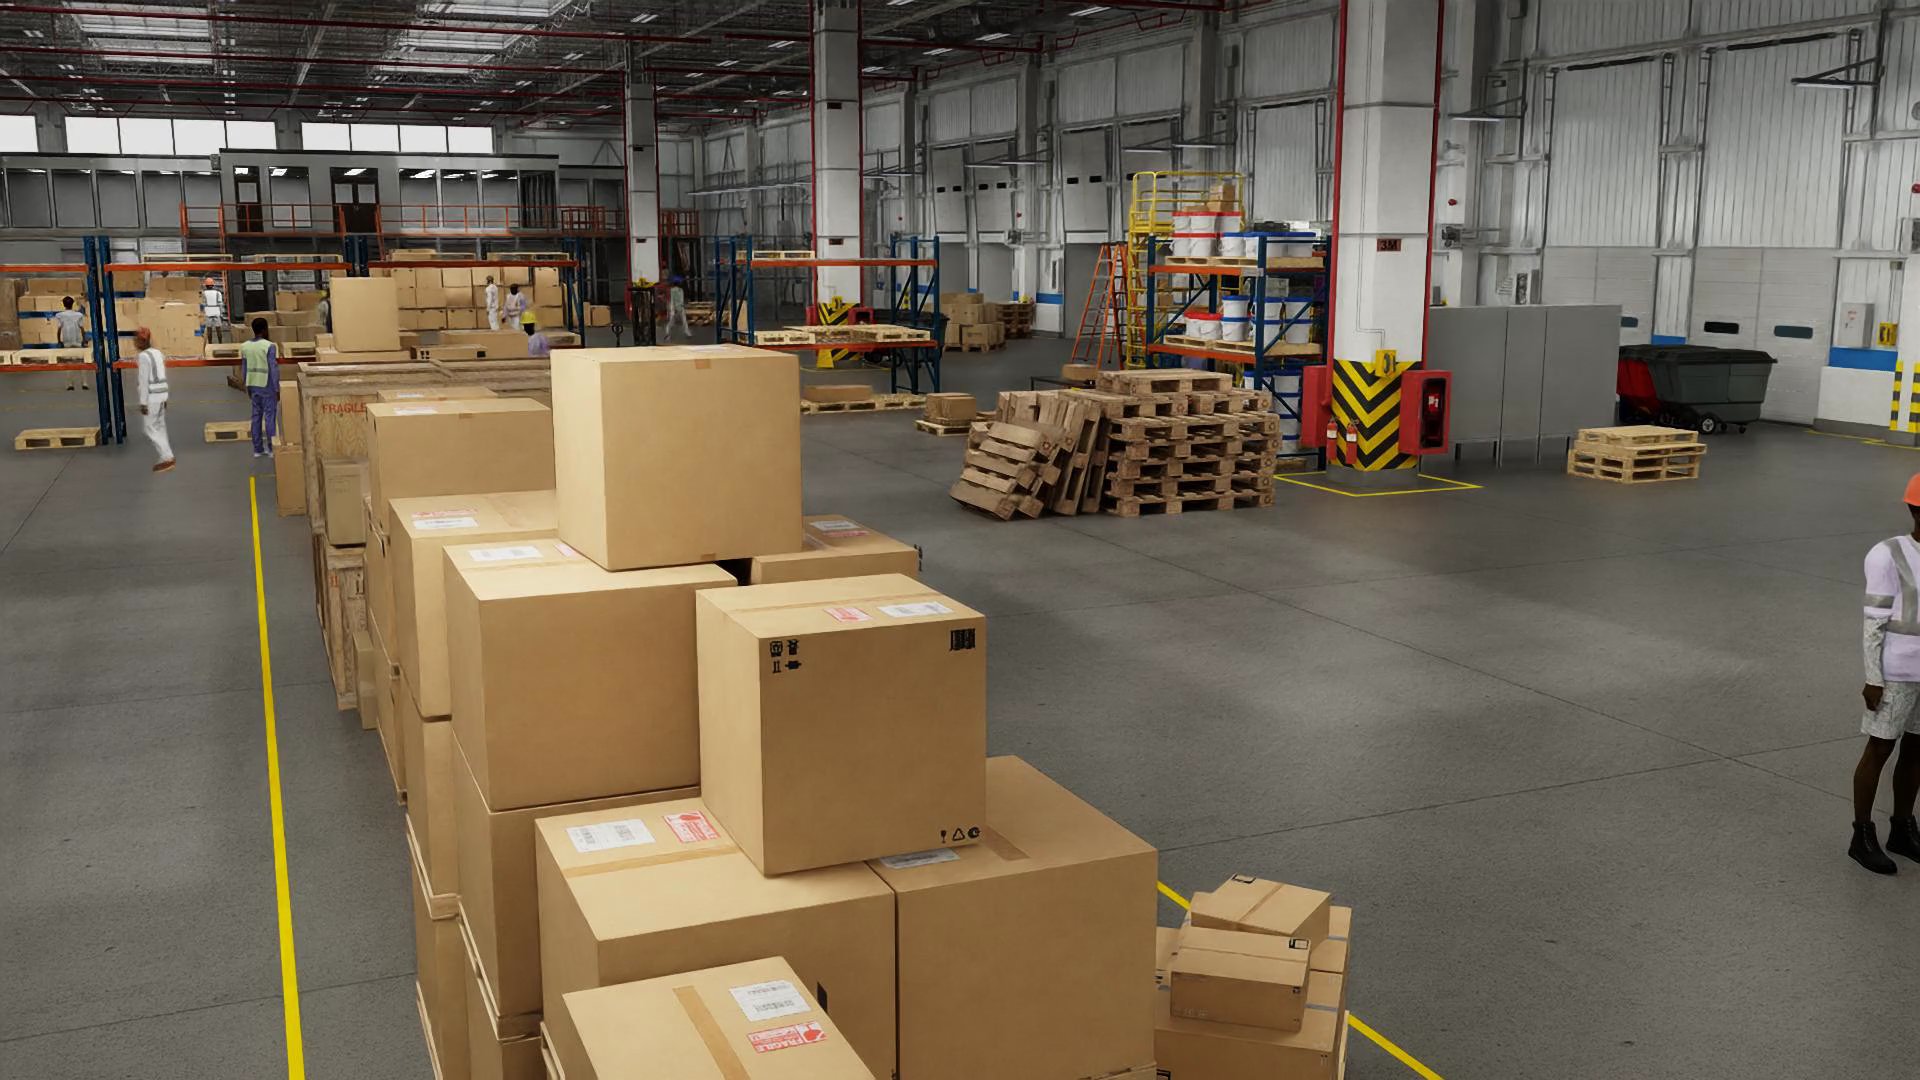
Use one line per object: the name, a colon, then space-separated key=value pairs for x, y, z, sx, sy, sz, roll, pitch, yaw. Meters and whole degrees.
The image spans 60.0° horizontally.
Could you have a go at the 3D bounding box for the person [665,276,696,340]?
person: x=-8.322 y=-6.821 z=49.024 sx=1.029 sy=1.894 sz=0.624 roll=5 pitch=11 yaw=24

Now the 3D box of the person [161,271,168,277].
person: x=-29.203 y=-8.999 z=61.088 sx=0.609 sy=1.858 sz=0.735 roll=-3 pitch=11 yaw=-14

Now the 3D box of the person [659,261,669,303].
person: x=-13.157 y=-11.401 z=73.994 sx=0.613 sy=1.986 sz=0.409 roll=0 pitch=10 yaw=-2

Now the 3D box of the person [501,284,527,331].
person: x=-11.871 y=-5.898 z=44.189 sx=0.624 sy=1.792 sz=0.953 roll=6 pitch=12 yaw=29

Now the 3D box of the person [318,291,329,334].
person: x=-15.523 y=-5.266 z=40.985 sx=0.492 sy=1.696 sz=0.907 roll=4 pitch=11 yaw=21

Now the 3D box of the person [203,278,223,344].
person: x=-20.139 y=-6.080 z=44.782 sx=0.547 sy=1.942 sz=0.345 roll=-6 pitch=12 yaw=-30

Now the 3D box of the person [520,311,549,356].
person: x=-6.591 y=-2.600 z=25.740 sx=0.591 sy=1.898 sz=0.848 roll=5 pitch=12 yaw=27

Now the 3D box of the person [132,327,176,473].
person: x=-10.369 y=-1.804 z=21.414 sx=0.361 sy=1.876 sz=0.691 roll=-1 pitch=10 yaw=-4

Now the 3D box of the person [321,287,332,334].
person: x=-15.161 y=-5.212 z=40.302 sx=0.548 sy=1.824 sz=0.554 roll=-3 pitch=11 yaw=-18

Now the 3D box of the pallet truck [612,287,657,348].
pallet truck: x=-6.464 y=-4.406 z=35.401 sx=0.823 sy=1.965 sz=1.885 roll=6 pitch=12 yaw=32

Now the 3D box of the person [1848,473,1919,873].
person: x=4.533 y=0.616 z=7.892 sx=0.542 sy=1.938 sz=0.357 roll=-3 pitch=11 yaw=-15

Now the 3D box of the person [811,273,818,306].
person: x=-4.829 y=-8.278 z=57.184 sx=0.429 sy=1.842 sz=0.626 roll=6 pitch=12 yaw=32

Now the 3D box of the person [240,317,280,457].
person: x=-9.590 y=-2.092 z=22.867 sx=0.587 sy=1.920 sz=0.391 roll=4 pitch=11 yaw=21

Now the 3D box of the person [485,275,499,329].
person: x=-13.534 y=-6.671 z=48.049 sx=0.370 sy=1.939 sz=0.631 roll=0 pitch=10 yaw=2

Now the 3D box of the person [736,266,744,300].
person: x=-9.407 y=-10.759 z=70.635 sx=0.620 sy=1.909 sz=0.536 roll=-6 pitch=12 yaw=-30

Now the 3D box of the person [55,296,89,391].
person: x=-17.522 y=-3.871 z=32.804 sx=0.521 sy=1.873 sz=0.335 roll=-6 pitch=12 yaw=-29

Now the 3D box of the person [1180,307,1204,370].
person: x=3.725 y=-2.736 z=26.428 sx=0.558 sy=1.922 sz=0.743 roll=-8 pitch=13 yaw=-36
